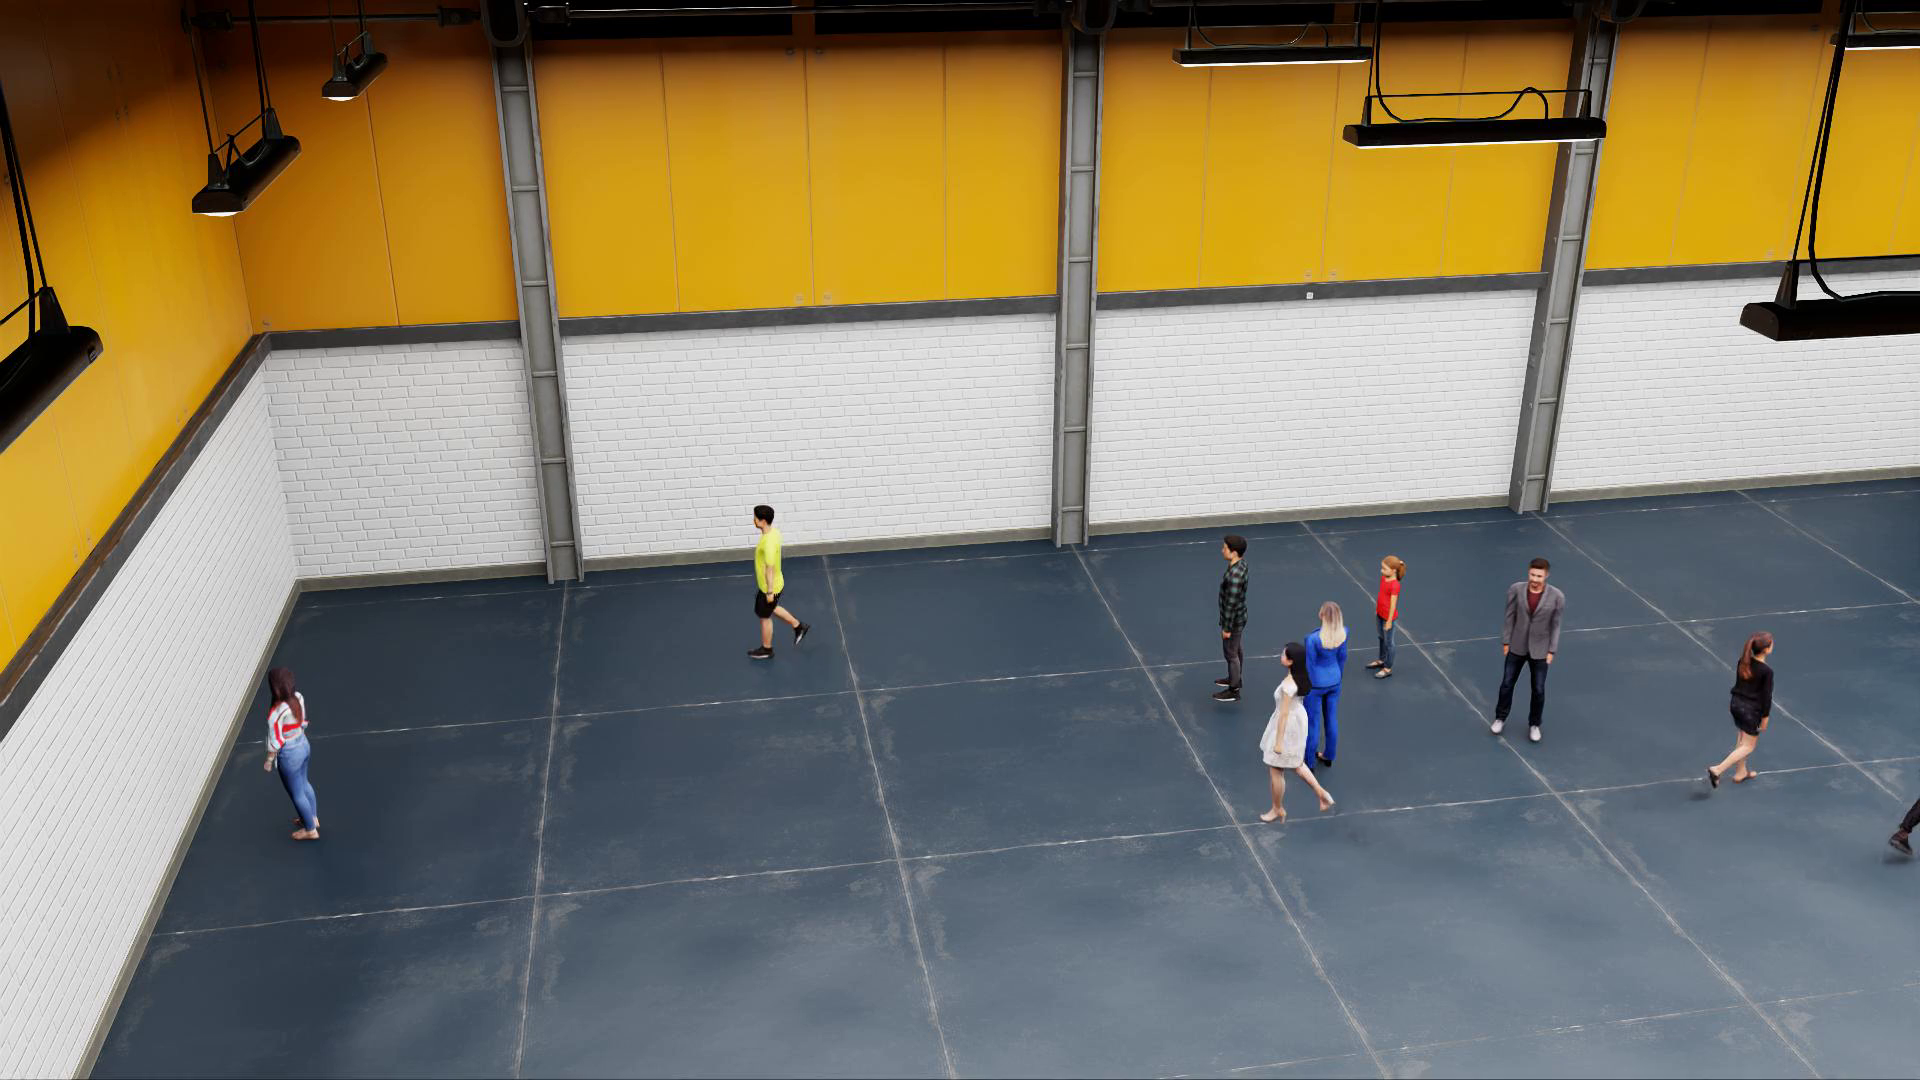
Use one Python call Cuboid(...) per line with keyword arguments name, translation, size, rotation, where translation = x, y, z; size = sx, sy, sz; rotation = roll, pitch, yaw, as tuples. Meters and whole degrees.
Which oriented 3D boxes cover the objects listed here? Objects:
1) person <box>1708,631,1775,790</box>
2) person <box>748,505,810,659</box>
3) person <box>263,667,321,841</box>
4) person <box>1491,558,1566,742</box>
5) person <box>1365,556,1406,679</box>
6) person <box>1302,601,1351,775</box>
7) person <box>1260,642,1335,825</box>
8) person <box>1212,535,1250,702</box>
Cuboid(name="person", translation=(6.998, 1.535, 14.870), size=(0.976, 1.540, 0.695), rotation=(-10, 26, -22))
Cuboid(name="person", translation=(-1.892, 0.429, 17.209), size=(0.900, 1.695, 0.678), rotation=(-2, 24, -4))
Cuboid(name="person", translation=(-5.647, 1.820, 14.134), size=(0.641, 1.609, 0.662), rotation=(3, 24, 6))
Cuboid(name="person", translation=(5.365, 1.007, 15.670), size=(0.736, 1.867, 0.829), rotation=(11, 26, 24))
Cuboid(name="person", translation=(4.356, 0.761, 16.932), size=(0.466, 1.308, 0.468), rotation=(-4, 24, -10))
Cuboid(name="person", translation=(3.305, 1.329, 15.141), size=(0.586, 1.701, 0.740), rotation=(-12, 26, -25))
Cuboid(name="person", translation=(2.896, 1.699, 14.225), size=(1.026, 1.758, 0.925), rotation=(11, 26, 24))
Cuboid(name="person", translation=(2.661, 0.729, 16.161), size=(0.672, 1.709, 0.735), rotation=(6, 24, 13))
